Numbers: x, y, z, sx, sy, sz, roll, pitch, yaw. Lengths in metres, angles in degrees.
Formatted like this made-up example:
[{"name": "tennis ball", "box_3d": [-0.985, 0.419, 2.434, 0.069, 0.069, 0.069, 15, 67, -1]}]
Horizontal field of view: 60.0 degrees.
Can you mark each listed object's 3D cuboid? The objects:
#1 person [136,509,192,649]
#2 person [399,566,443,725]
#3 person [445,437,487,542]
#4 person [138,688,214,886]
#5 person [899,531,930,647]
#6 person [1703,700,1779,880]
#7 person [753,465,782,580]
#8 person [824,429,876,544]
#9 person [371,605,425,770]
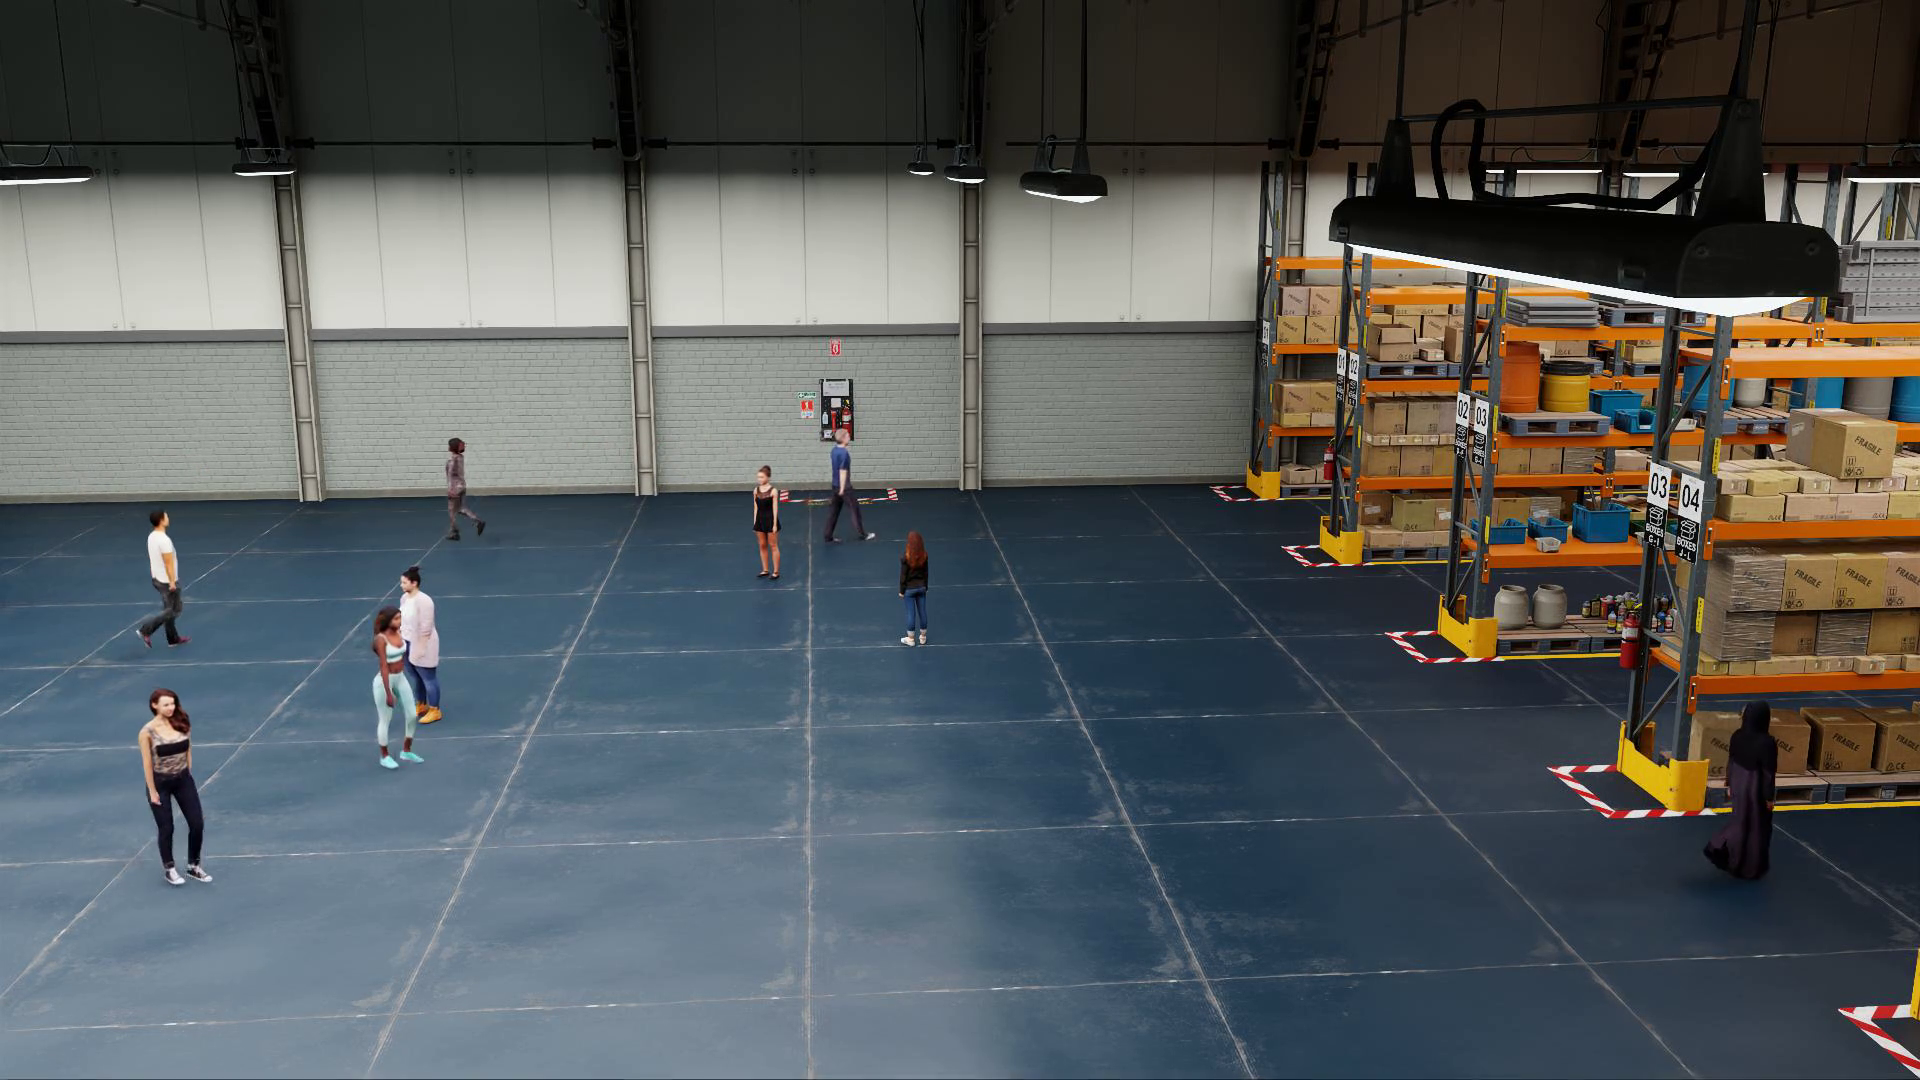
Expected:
[{"name": "person", "box_3d": [-10.056, 0.519, 20.854, 0.979, 1.787, 1.046, 11, 17, 39]}, {"name": "person", "box_3d": [-5.939, 1.134, 18.294, 0.782, 1.744, 0.841, 11, 17, 40]}, {"name": "person", "box_3d": [-8.010, -0.797, 26.736, 0.978, 1.698, 0.724, 2, 13, 10]}, {"name": "person", "box_3d": [-6.774, 2.094, 14.134, 0.859, 1.750, 0.799, 11, 17, 39]}, {"name": "person", "box_3d": [-0.573, 0.602, 21.169, 0.572, 1.483, 0.693, -7, 15, -29]}, {"name": "person", "box_3d": [6.724, 2.146, 14.233, 0.868, 1.605, 0.703, -4, 14, -17]}, {"name": "person", "box_3d": [-2.834, -0.267, 24.483, 0.666, 1.681, 0.750, 7, 15, 28]}, {"name": "person", "box_3d": [-1.979, -0.836, 26.589, 1.139, 1.839, 0.923, -7, 15, -28]}, {"name": "person", "box_3d": [-5.828, 1.487, 16.843, 0.792, 1.711, 0.731, 7, 15, 26]}]
